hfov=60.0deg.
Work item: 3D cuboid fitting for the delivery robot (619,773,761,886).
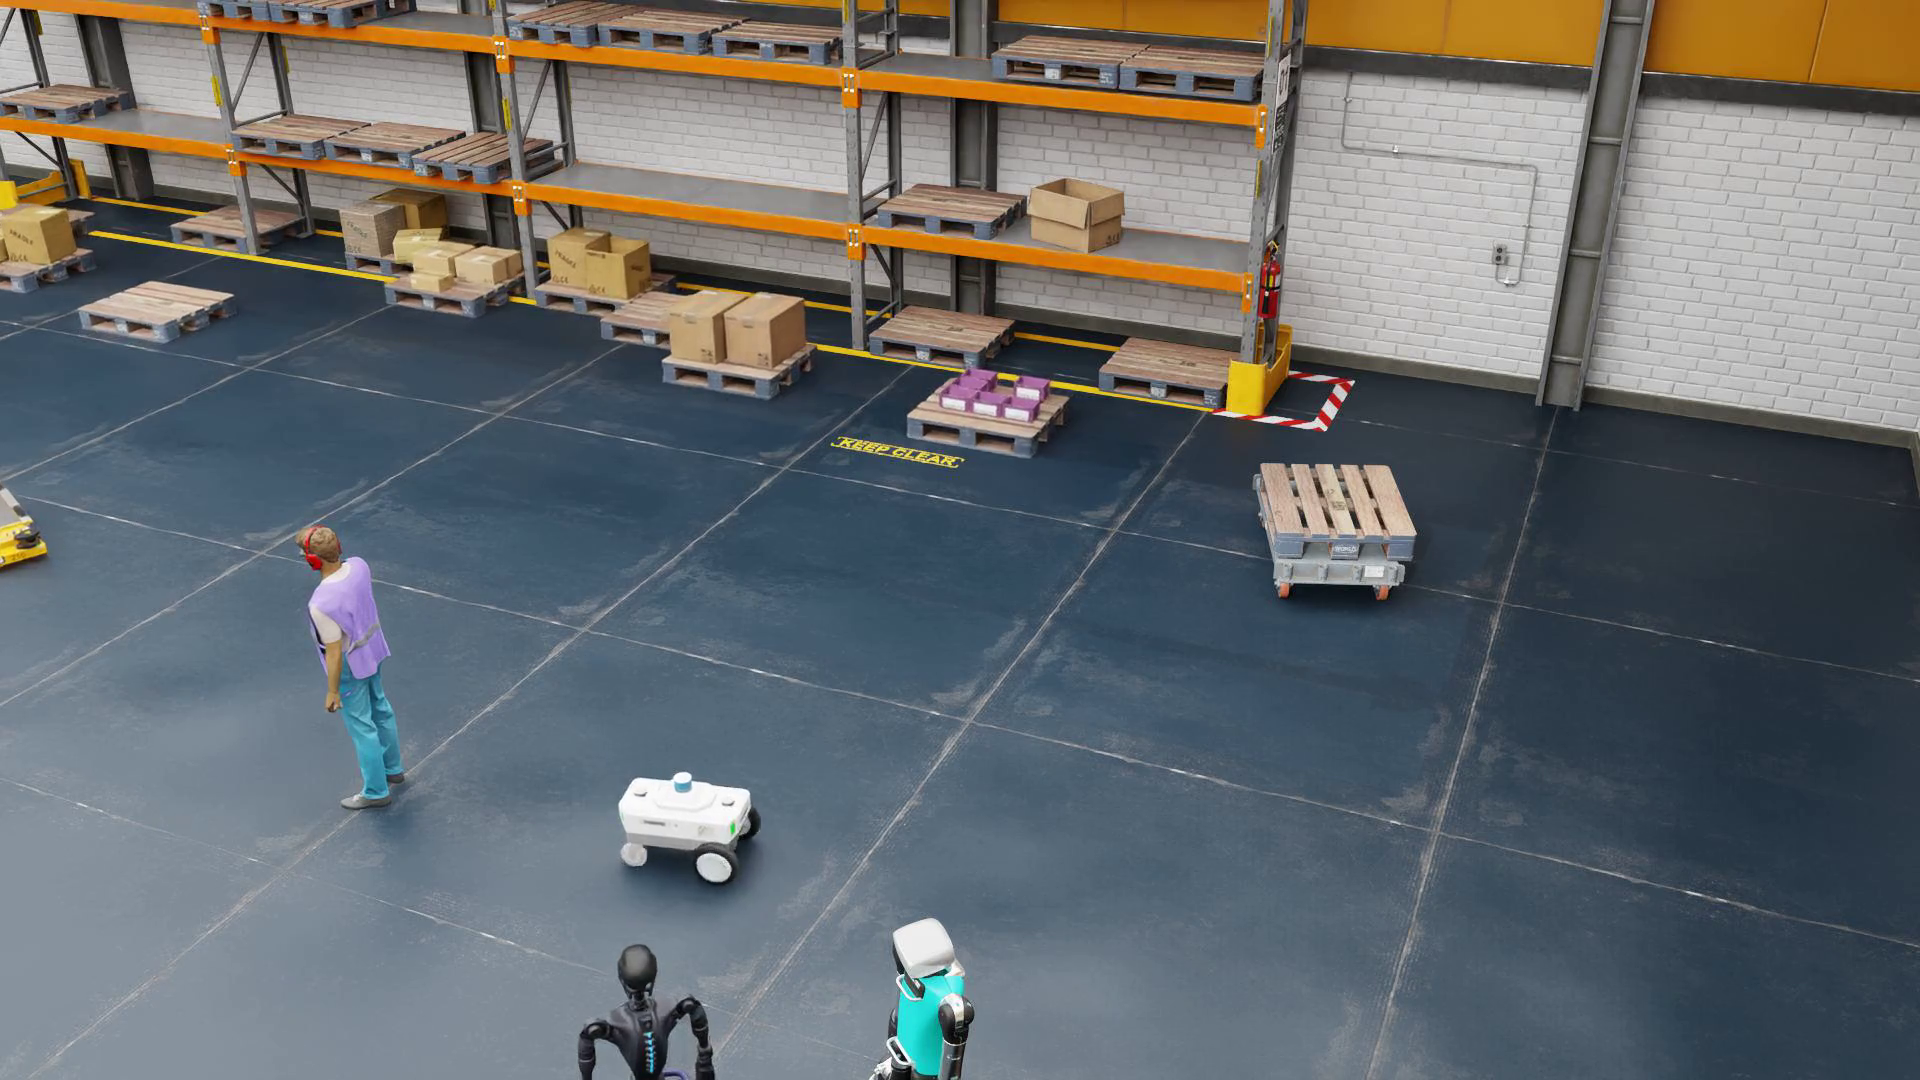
[{"bbox_3d":[-1.537,1.614,9.511,0.802,0.614,0.499,5,28,9],"label":"delivery robot"}]

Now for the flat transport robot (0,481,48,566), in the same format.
[{"bbox_3d":[-7.788,-0.118,13.160,0.659,0.231,1.431,-22,34,-35],"label":"flat transport robot"}]

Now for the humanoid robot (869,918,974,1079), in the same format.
[{"bbox_3d":[-0.328,2.315,6.695,0.735,1.677,0.533,-13,30,-23],"label":"humanoid robot"}]

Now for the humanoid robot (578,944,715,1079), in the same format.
[{"bbox_3d":[-1.283,2.362,6.820,0.612,1.646,0.340,-12,30,-23],"label":"humanoid robot"}]

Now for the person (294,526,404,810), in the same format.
[{"bbox_3d":[-3.557,0.752,9.764,0.394,1.837,0.563,3,27,6],"label":"person"}]
